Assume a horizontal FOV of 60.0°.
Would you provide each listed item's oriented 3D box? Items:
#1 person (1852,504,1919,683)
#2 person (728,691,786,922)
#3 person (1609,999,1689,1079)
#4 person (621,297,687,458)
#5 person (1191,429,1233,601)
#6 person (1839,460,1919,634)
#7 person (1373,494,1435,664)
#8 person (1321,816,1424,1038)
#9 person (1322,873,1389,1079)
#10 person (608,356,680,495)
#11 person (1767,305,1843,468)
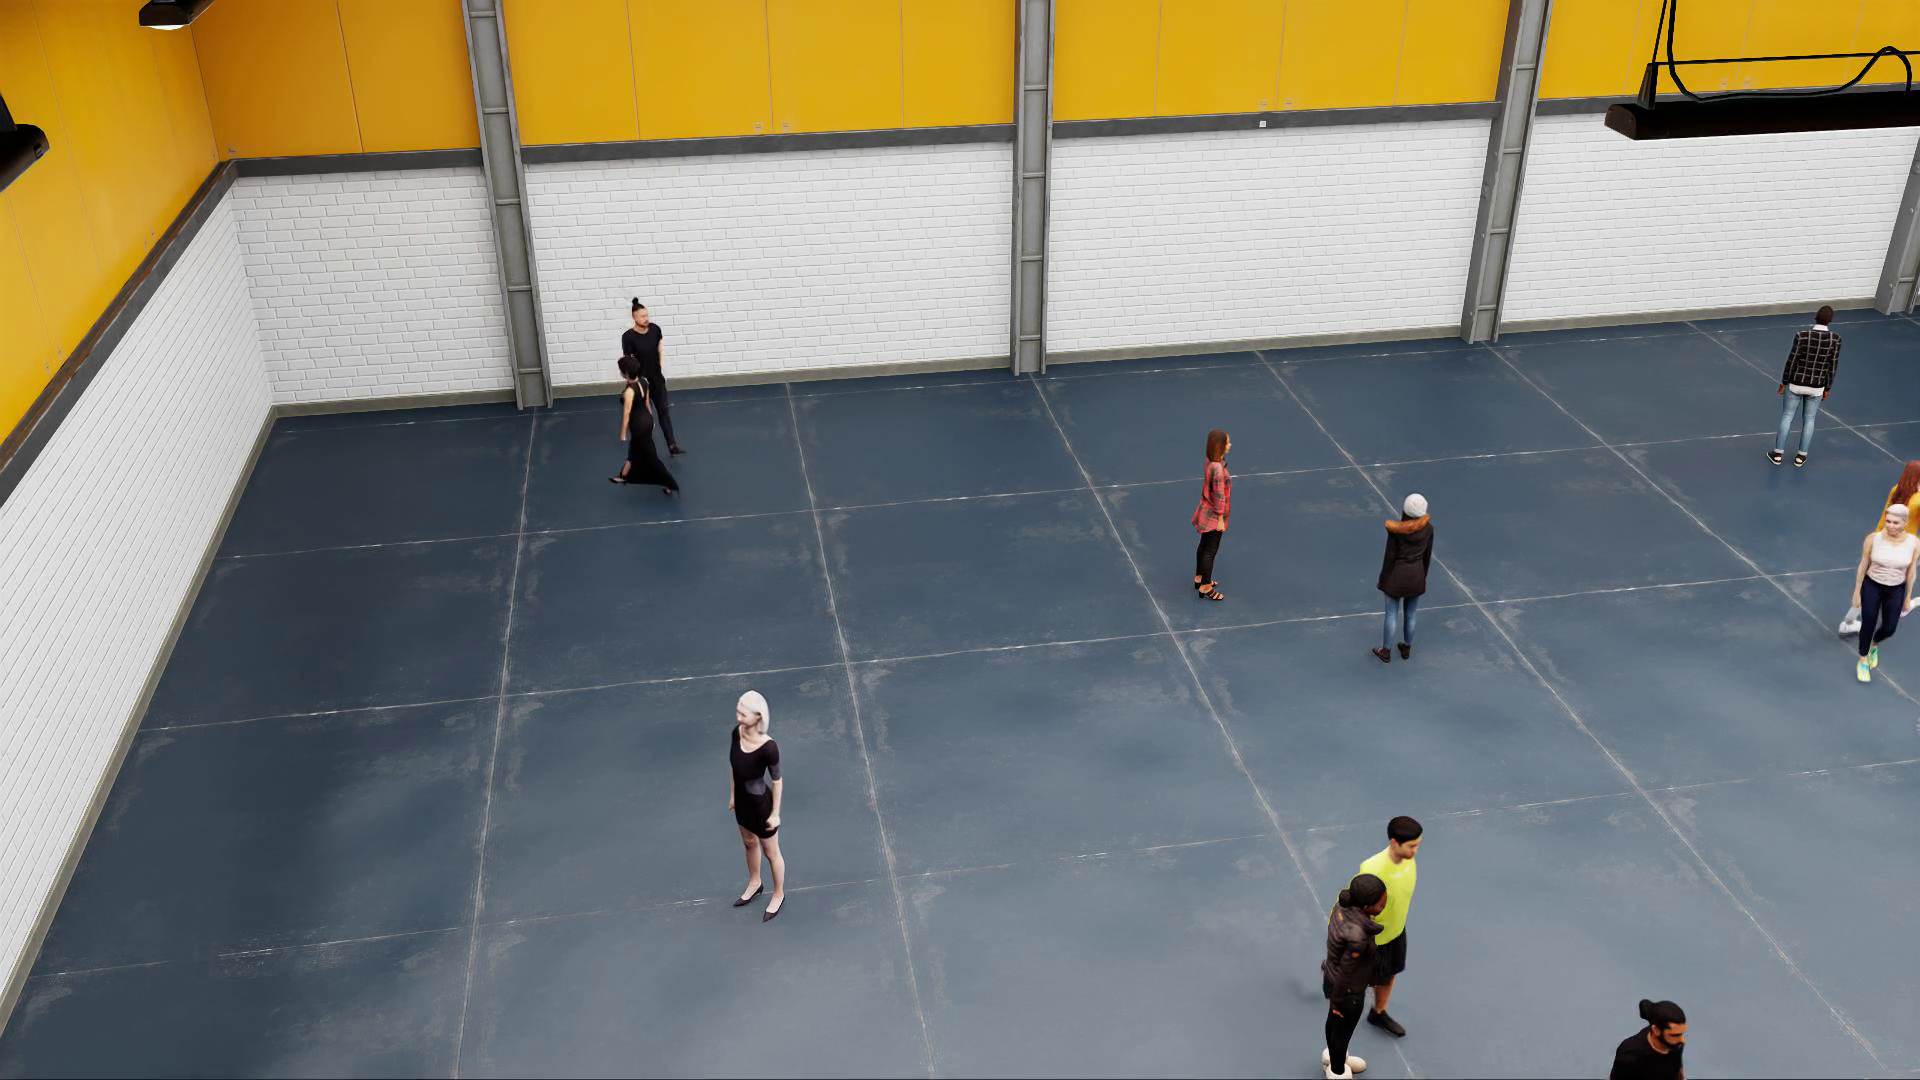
[{"bbox_3d":[7.936,0.406,14.348,0.777,1.688,0.850,9,30,16],"label":"person"},{"bbox_3d":[-1.416,1.839,11.572,0.652,1.830,0.702,20,34,32],"label":"person"},{"bbox_3d":[3.666,3.162,9.264,1.101,1.718,1.013,-21,35,-33],"label":"person"},{"bbox_3d":[-3.509,-1.801,18.246,1.113,1.831,1.130,25,37,38],"label":"person"},{"bbox_3d":[2.364,-0.253,15.540,0.578,1.703,0.635,-2,29,-3],"label":"person"},{"bbox_3d":[8.286,0.114,14.874,1.155,1.698,0.621,-8,30,-14],"label":"person"},{"bbox_3d":[3.889,0.325,14.554,0.536,1.634,0.678,-5,29,-10],"label":"person"},{"bbox_3d":[2.624,2.429,10.635,0.905,1.692,0.897,-20,35,-32],"label":"person"},{"bbox_3d":[2.351,2.705,10.163,0.603,1.660,0.650,-5,29,-8],"label":"person"},{"bbox_3d":[-3.243,-1.130,17.312,1.147,1.545,0.871,7,29,13],"label":"person"},{"bbox_3d":[9.170,-1.673,18.021,0.663,1.821,0.804,8,30,15],"label":"person"}]
